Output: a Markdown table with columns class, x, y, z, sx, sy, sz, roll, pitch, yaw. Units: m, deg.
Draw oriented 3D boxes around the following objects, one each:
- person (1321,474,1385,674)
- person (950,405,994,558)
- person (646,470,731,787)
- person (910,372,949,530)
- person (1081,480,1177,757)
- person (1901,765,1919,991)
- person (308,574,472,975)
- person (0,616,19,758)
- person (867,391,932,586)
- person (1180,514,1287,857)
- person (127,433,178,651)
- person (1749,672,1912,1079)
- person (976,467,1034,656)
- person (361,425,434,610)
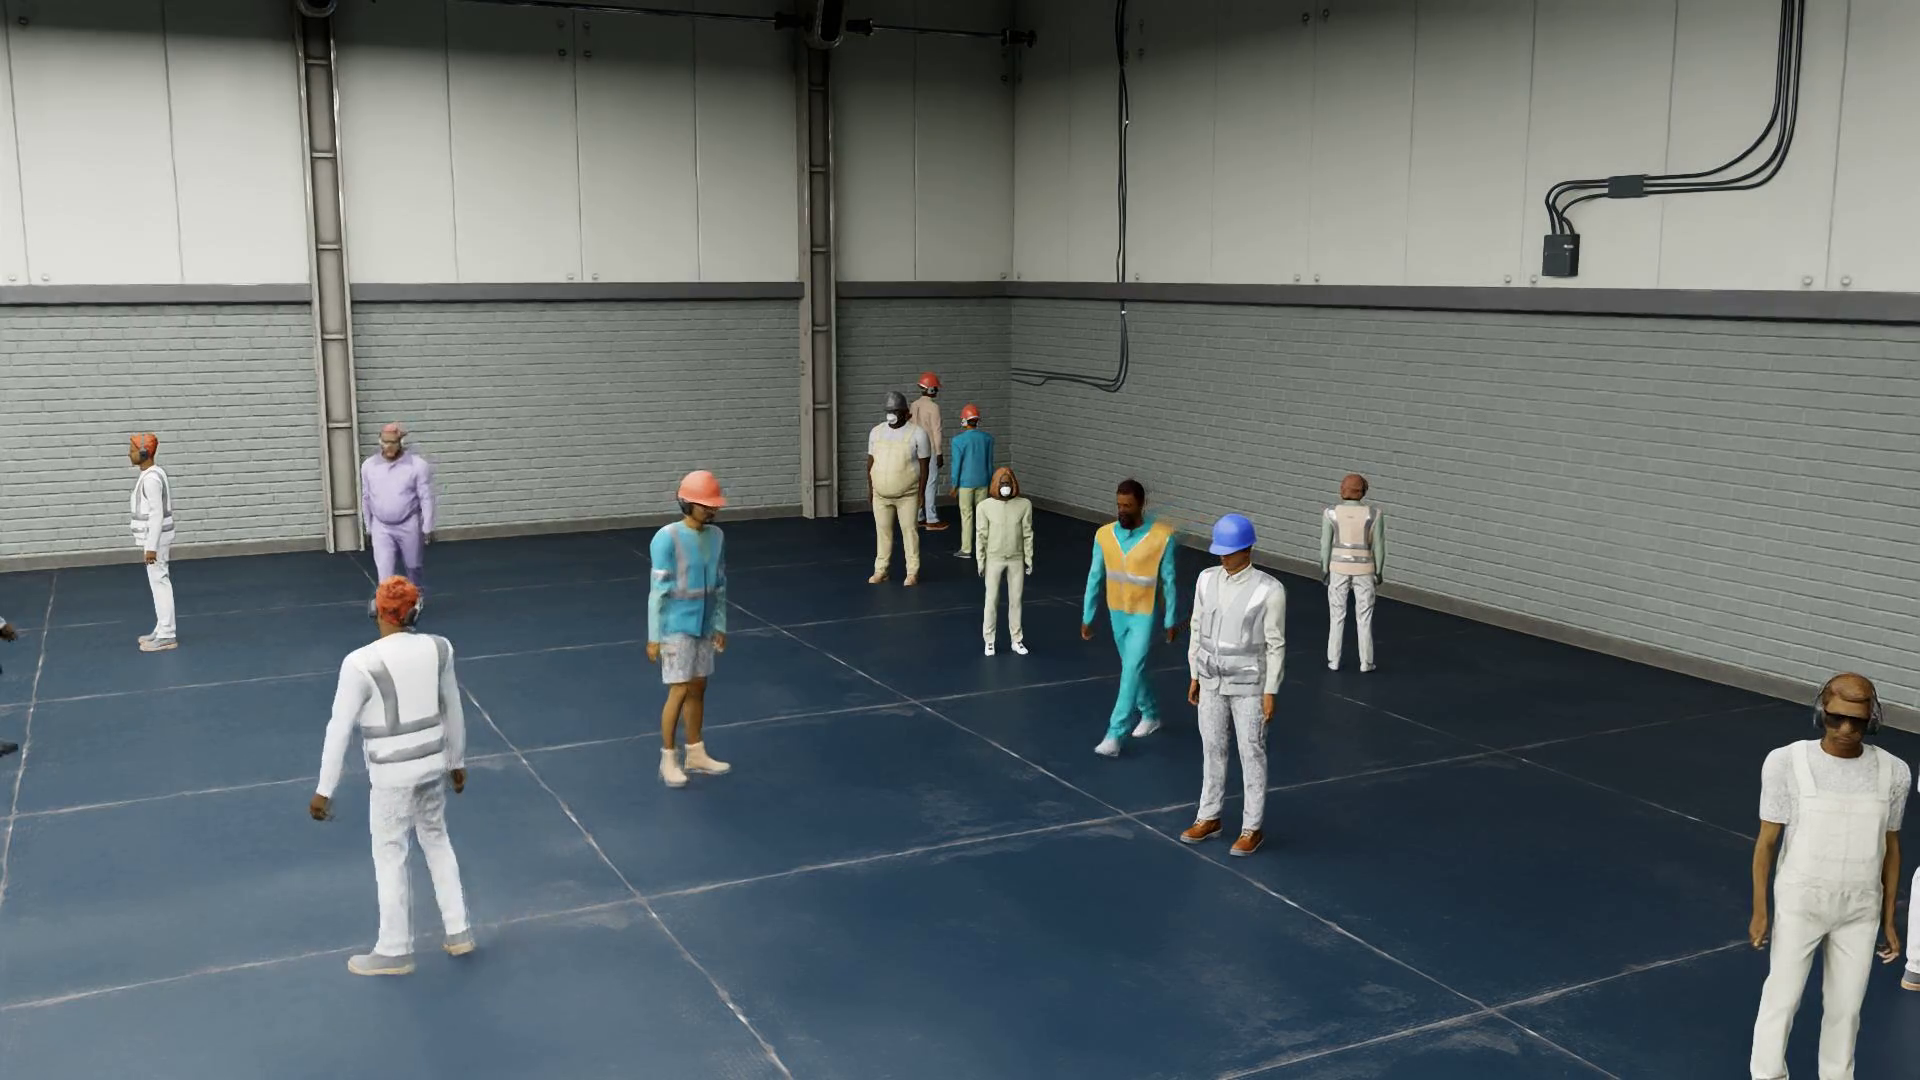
| class | x | y | z | sx | sy | sz | roll | pitch | yaw |
| --- | --- | --- | --- | --- | --- | --- | --- | --- | --- |
| person | 3.200 | 0.274 | 13.572 | 0.512 | 1.639 | 0.312 | 3 | 10 | 19 |
| person | 0.126 | -0.671 | 19.042 | 0.561 | 1.753 | 0.332 | -6 | 11 | -31 |
| person | -1.713 | 0.565 | 10.604 | 0.456 | 2.031 | 0.695 | 7 | 11 | 35 |
| person | -0.401 | -1.125 | 21.101 | 0.381 | 1.994 | 0.619 | -7 | 11 | -36 |
| person | 1.153 | 0.512 | 11.427 | 0.614 | 1.861 | 1.025 | 6 | 11 | 33 |
| person | 4.439 | 1.162 | 7.352 | 0.348 | 1.882 | 0.584 | 2 | 9 | 10 |
| person | -2.596 | 1.109 | 7.730 | 0.434 | 1.878 | 0.761 | 6 | 11 | 33 |
| person | -6.527 | 0.552 | 11.013 | 0.527 | 1.913 | 0.565 | -5 | 11 | -30 |
| person | -0.676 | -0.538 | 17.343 | 0.688 | 2.000 | 0.539 | 3 | 10 | 19 |
| person | 1.540 | 0.805 | 9.385 | 0.602 | 1.938 | 0.400 | 8 | 12 | 42 |
| person | -7.008 | 0.014 | 14.430 | 0.351 | 1.882 | 0.582 | -4 | 10 | -25 |
| person | 3.199 | 1.377 | 6.151 | 0.515 | 1.842 | 0.327 | 2 | 9 | 11 |
| person | 0.380 | 0.184 | 14.176 | 0.498 | 1.627 | 0.280 | -2 | 9 | -12 |
| person | -5.231 | -0.155 | 15.516 | 0.655 | 1.873 | 0.933 | -1 | 9 | -7 |
